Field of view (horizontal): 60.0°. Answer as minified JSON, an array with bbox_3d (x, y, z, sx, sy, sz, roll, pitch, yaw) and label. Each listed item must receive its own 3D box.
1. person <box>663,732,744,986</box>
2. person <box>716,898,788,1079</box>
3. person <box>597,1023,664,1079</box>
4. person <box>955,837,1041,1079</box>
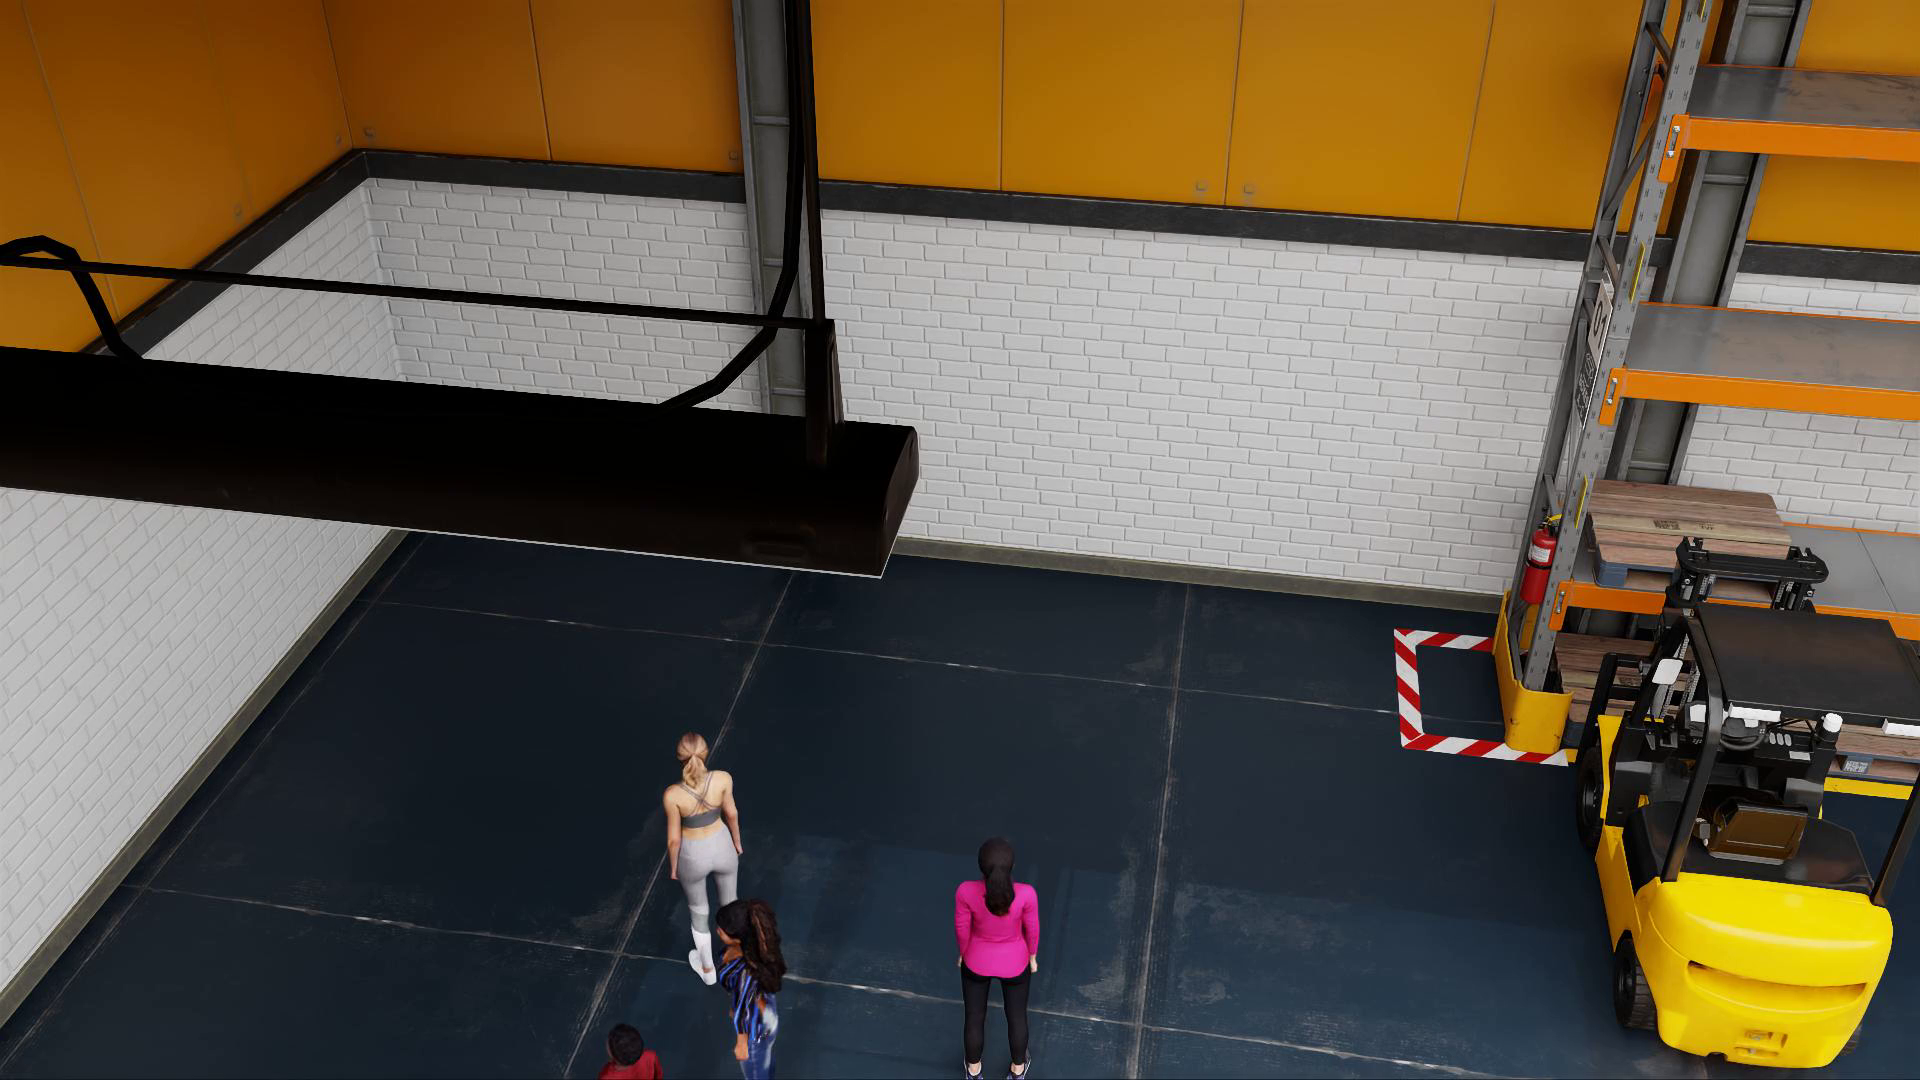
[{"bbox_3d":[-1.382,1.726,9.039,0.624,1.702,0.711,-15,36,-21],"label":"person"},{"bbox_3d":[-1.011,2.355,8.167,0.640,1.619,0.672,-3,34,-5],"label":"person"},{"bbox_3d":[-1.541,2.740,7.916,0.624,1.256,0.586,28,43,35],"label":"person"},{"bbox_3d":[0.184,2.144,8.425,0.546,1.696,0.669,1,34,2],"label":"person"}]
